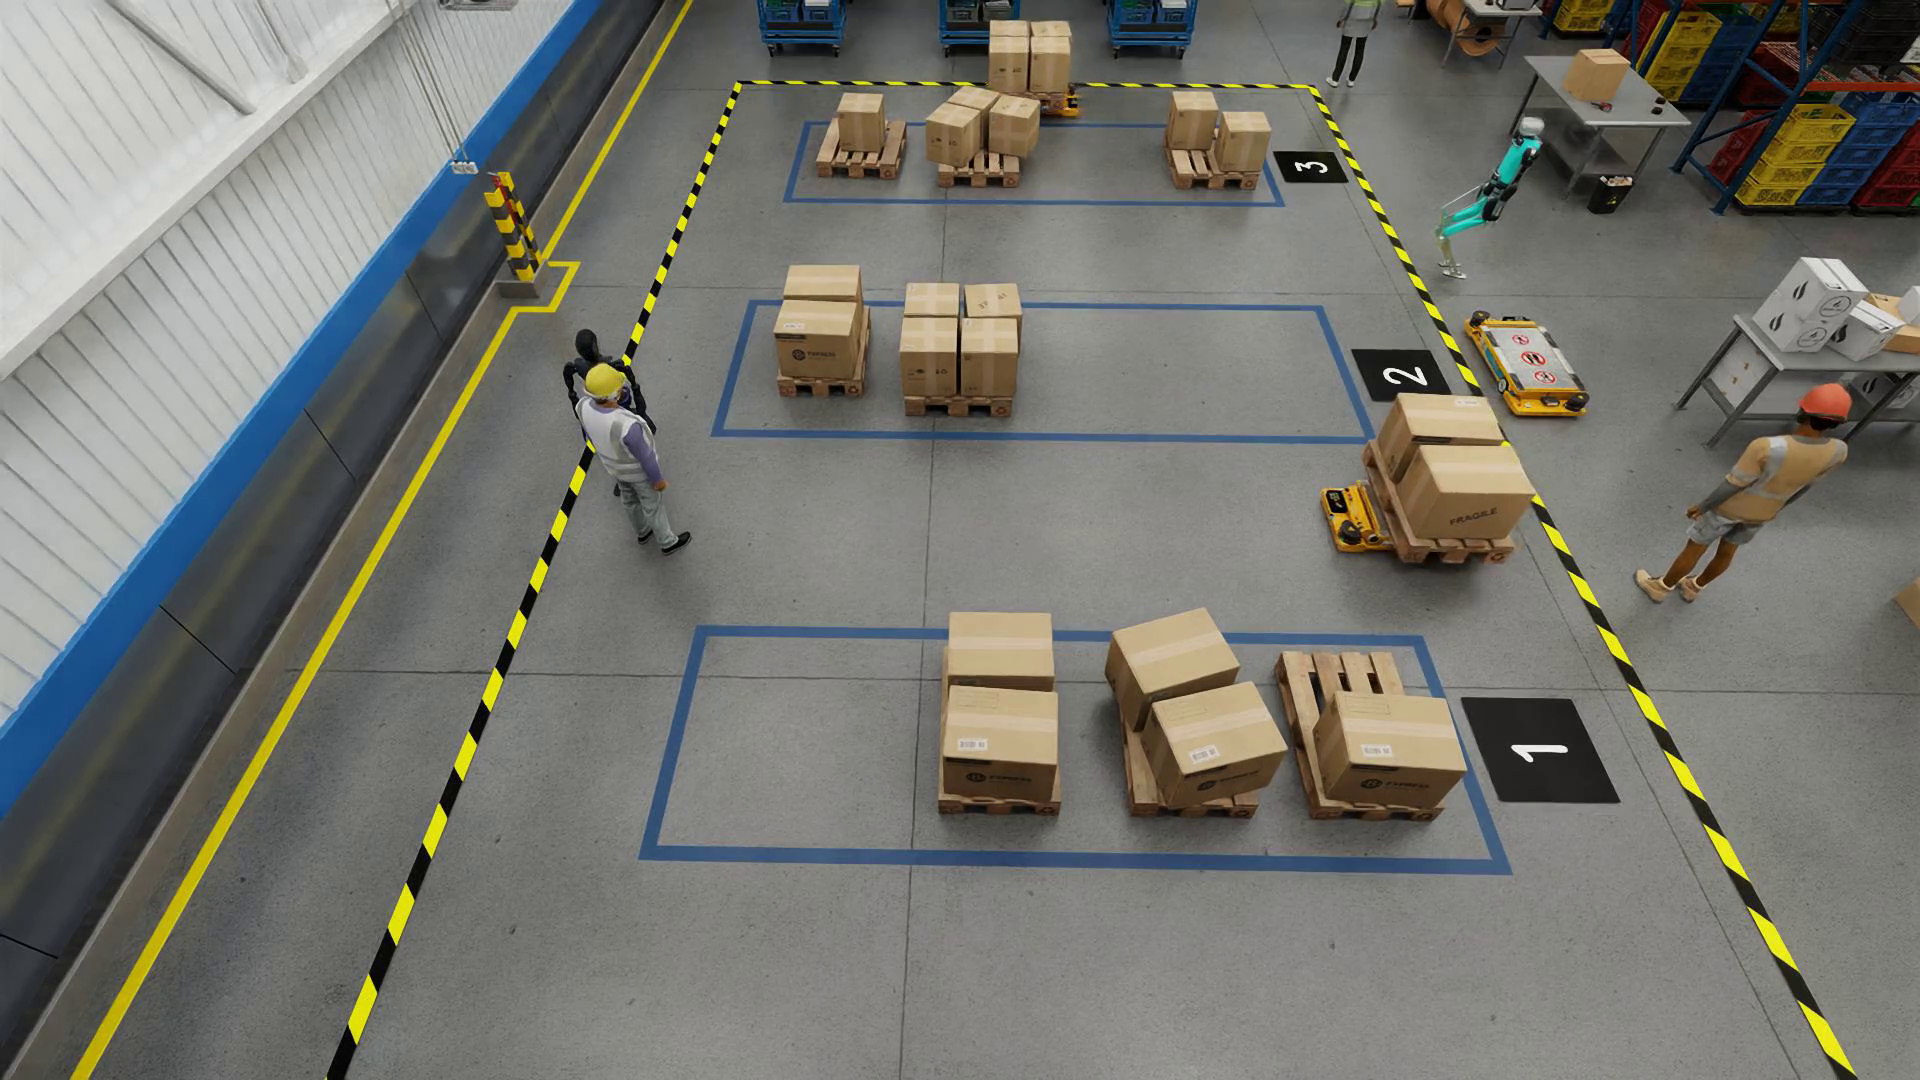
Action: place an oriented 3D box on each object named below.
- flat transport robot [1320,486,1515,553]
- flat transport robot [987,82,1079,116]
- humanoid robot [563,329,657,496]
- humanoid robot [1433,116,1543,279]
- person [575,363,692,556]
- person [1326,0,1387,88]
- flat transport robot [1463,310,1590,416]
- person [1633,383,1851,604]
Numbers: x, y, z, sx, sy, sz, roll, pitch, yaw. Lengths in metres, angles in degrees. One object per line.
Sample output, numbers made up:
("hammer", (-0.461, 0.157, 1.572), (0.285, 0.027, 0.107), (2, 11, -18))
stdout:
("flat transport robot", (3.838, -0.205, 7.693), (1.431, 0.197, 0.652), (1, 49, 1))
("flat transport robot", (0.935, -6.217, 12.896), (1.431, 0.197, 0.652), (1, 49, 1))
("humanoid robot", (-2.819, -1.021, 7.477), (0.599, 1.655, 0.315), (-6, 49, -5))
("humanoid robot", (5.366, -3.556, 9.554), (0.735, 1.673, 0.533), (8, 50, 7))
("person", (-2.500, -0.592, 7.010), (0.599, 1.830, 0.404), (25, 53, 20))
("person", (5.593, -7.338, 12.838), (0.589, 1.851, 0.401), (2, 49, 2))
("flat transport robot", (5.573, -1.757, 9.054), (0.659, 0.231, 1.431), (1, 49, 1))
("person", (5.624, -0.272, 6.603), (0.607, 2.033, 0.400), (2, 49, 2))
